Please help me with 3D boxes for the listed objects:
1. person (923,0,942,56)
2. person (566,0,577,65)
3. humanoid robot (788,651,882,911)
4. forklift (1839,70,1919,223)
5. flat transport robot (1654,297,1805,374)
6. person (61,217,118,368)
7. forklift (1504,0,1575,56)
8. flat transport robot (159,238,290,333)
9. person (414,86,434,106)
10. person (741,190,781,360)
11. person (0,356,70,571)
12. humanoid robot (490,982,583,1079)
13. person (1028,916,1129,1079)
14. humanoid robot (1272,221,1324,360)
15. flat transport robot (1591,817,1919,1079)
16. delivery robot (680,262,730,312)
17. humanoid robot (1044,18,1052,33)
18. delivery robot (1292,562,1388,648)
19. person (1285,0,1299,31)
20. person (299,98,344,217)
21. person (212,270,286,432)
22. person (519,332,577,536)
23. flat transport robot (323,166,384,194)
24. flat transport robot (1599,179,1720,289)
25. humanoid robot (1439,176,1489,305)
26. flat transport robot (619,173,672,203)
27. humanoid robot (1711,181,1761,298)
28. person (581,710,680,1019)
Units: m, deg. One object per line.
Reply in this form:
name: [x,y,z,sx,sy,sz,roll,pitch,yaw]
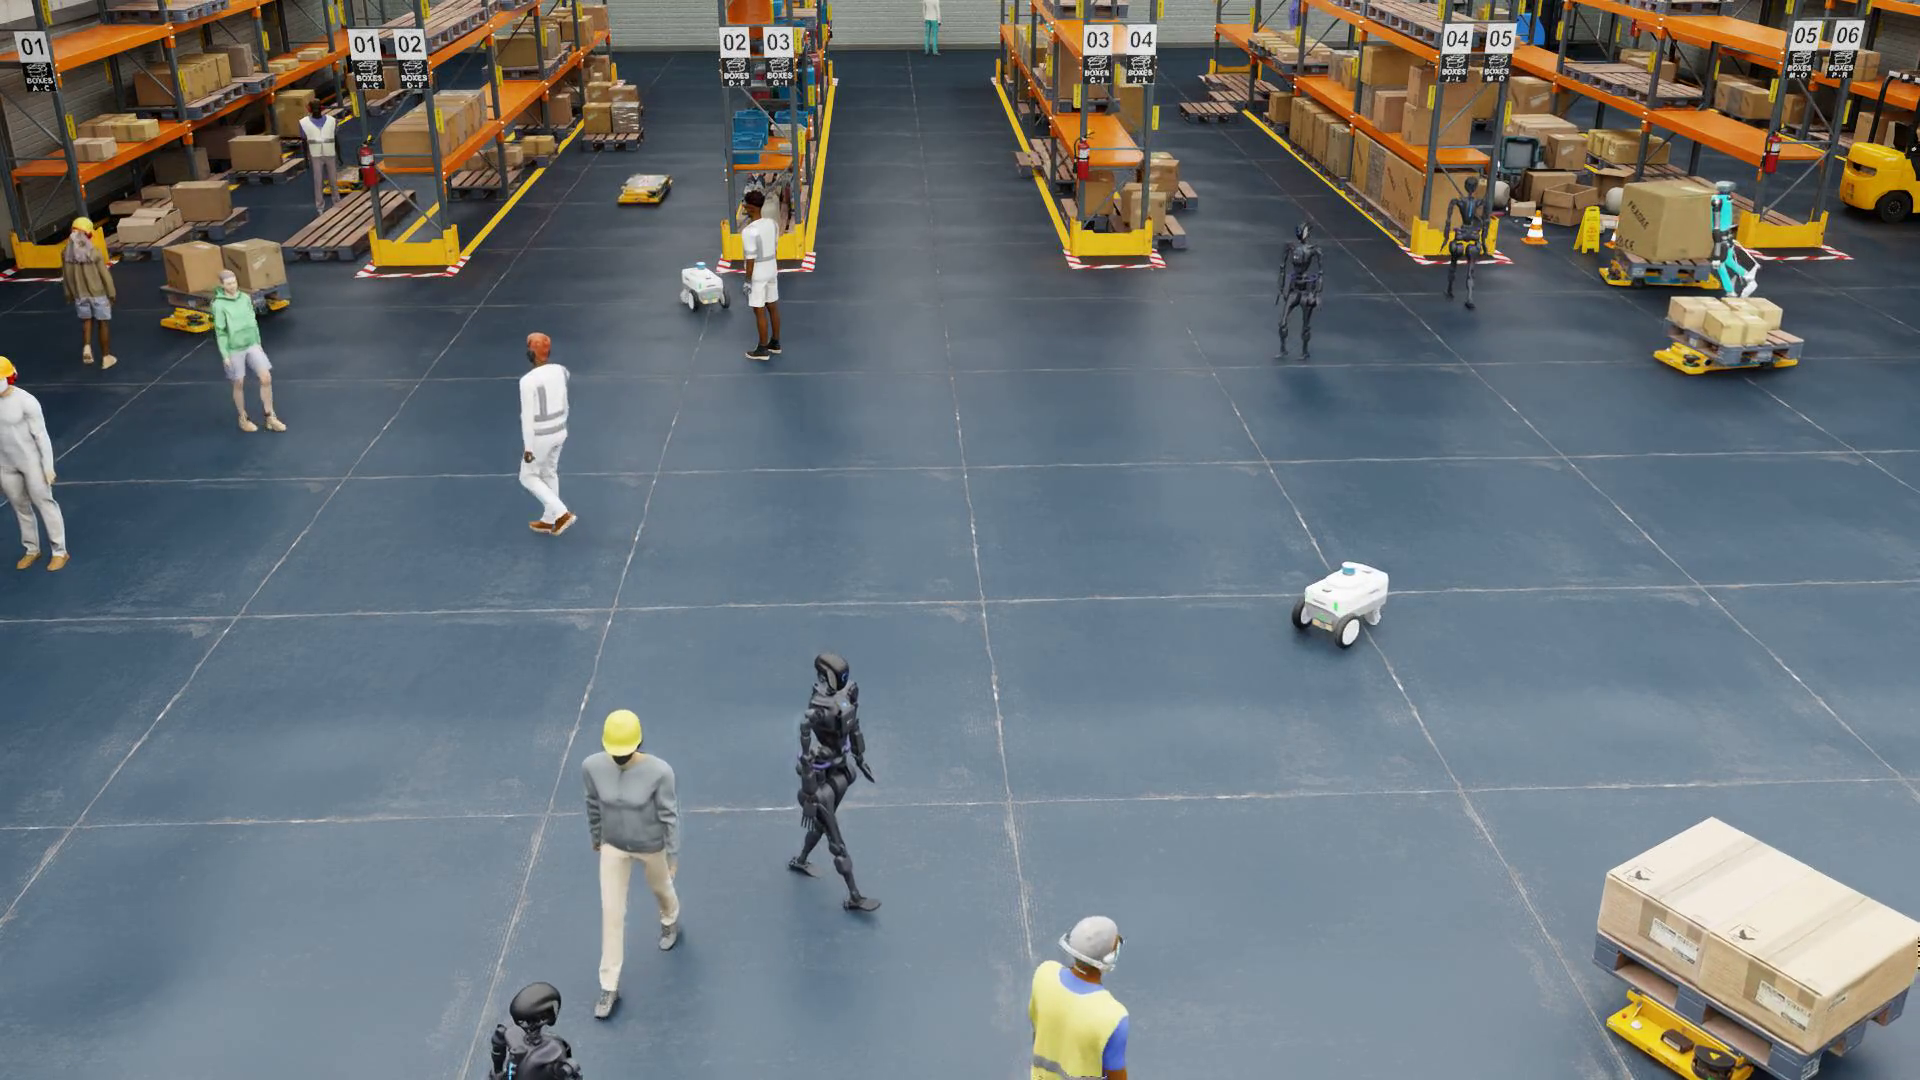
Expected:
person: [-0.701,-13.275,42.461,0.531,1.765,0.326,18,29,34]
person: [-9.594,-12.539,40.702,0.402,1.848,0.541,7,25,15]
humanoid robot: [-0.747,1.366,9.732,0.783,1.626,0.602,14,27,28]
forklift: [15.132,-6.143,25.915,2.313,2.155,1.214,-1,24,-2]
flat transport robot: [8.898,-2.149,19.302,1.431,0.231,0.659,-5,25,-12]
person: [-9.921,-2.806,18.960,0.562,1.742,0.424,-2,24,-4]
forklift: [14.700,-13.805,42.301,1.873,2.768,1.129,-1,24,-2]
flat transport robot: [-9.291,-2.922,21.039,0.659,0.231,1.431,13,27,27]
person: [-10.930,-9.374,33.831,0.541,1.652,0.860,-1,24,-3]
person: [-2.317,-3.073,19.292,0.373,1.965,0.605,13,27,27]
person: [-7.872,-0.646,13.938,0.569,1.889,0.389,3,24,6]
humanoid robot: [-1.765,2.550,7.016,0.600,1.647,0.369,14,28,29]
person: [0.488,2.402,7.103,0.544,1.874,0.549,21,31,39]
humanoid robot: [3.940,-2.872,19.201,0.601,1.645,0.489,19,30,36]
flat transport robot: [4.206,2.468,8.927,1.431,0.231,0.659,-15,28,-31]
delivery robot: [-3.318,-3.281,21.486,0.499,0.588,0.760,-12,27,-25]
humanoid robot: [2.214,-12.927,41.818,0.561,1.860,0.764,-11,26,-23]
delivery robot: [3.005,0.474,13.066,0.774,0.603,0.517,-19,30,-37]
person: [8.342,-12.813,41.451,0.970,1.747,0.601,-6,25,-13]
person: [-9.929,-5.954,25.914,0.571,1.841,0.375,-15,28,-30]
person: [-7.265,-1.899,16.954,0.710,1.712,0.506,17,29,34]
person: [-3.621,-0.901,14.526,0.523,1.867,0.599,11,26,23]
flat transport robot: [-10.264,-6.085,28.145,0.659,0.231,1.431,-1,24,-2]
flat transport robot: [9.481,-3.600,22.562,1.431,0.231,0.659,4,24,8]
humanoid robot: [6.536,-3.870,21.499,0.604,1.635,0.770,1,24,2]
flat transport robot: [-5.209,-5.834,27.582,0.659,0.231,1.431,0,24,0]
humanoid robot: [9.603,-3.482,20.586,0.821,1.833,0.555,18,30,35]
person: [-1.767,1.643,9.001,0.534,1.706,0.918,2,24,5]
